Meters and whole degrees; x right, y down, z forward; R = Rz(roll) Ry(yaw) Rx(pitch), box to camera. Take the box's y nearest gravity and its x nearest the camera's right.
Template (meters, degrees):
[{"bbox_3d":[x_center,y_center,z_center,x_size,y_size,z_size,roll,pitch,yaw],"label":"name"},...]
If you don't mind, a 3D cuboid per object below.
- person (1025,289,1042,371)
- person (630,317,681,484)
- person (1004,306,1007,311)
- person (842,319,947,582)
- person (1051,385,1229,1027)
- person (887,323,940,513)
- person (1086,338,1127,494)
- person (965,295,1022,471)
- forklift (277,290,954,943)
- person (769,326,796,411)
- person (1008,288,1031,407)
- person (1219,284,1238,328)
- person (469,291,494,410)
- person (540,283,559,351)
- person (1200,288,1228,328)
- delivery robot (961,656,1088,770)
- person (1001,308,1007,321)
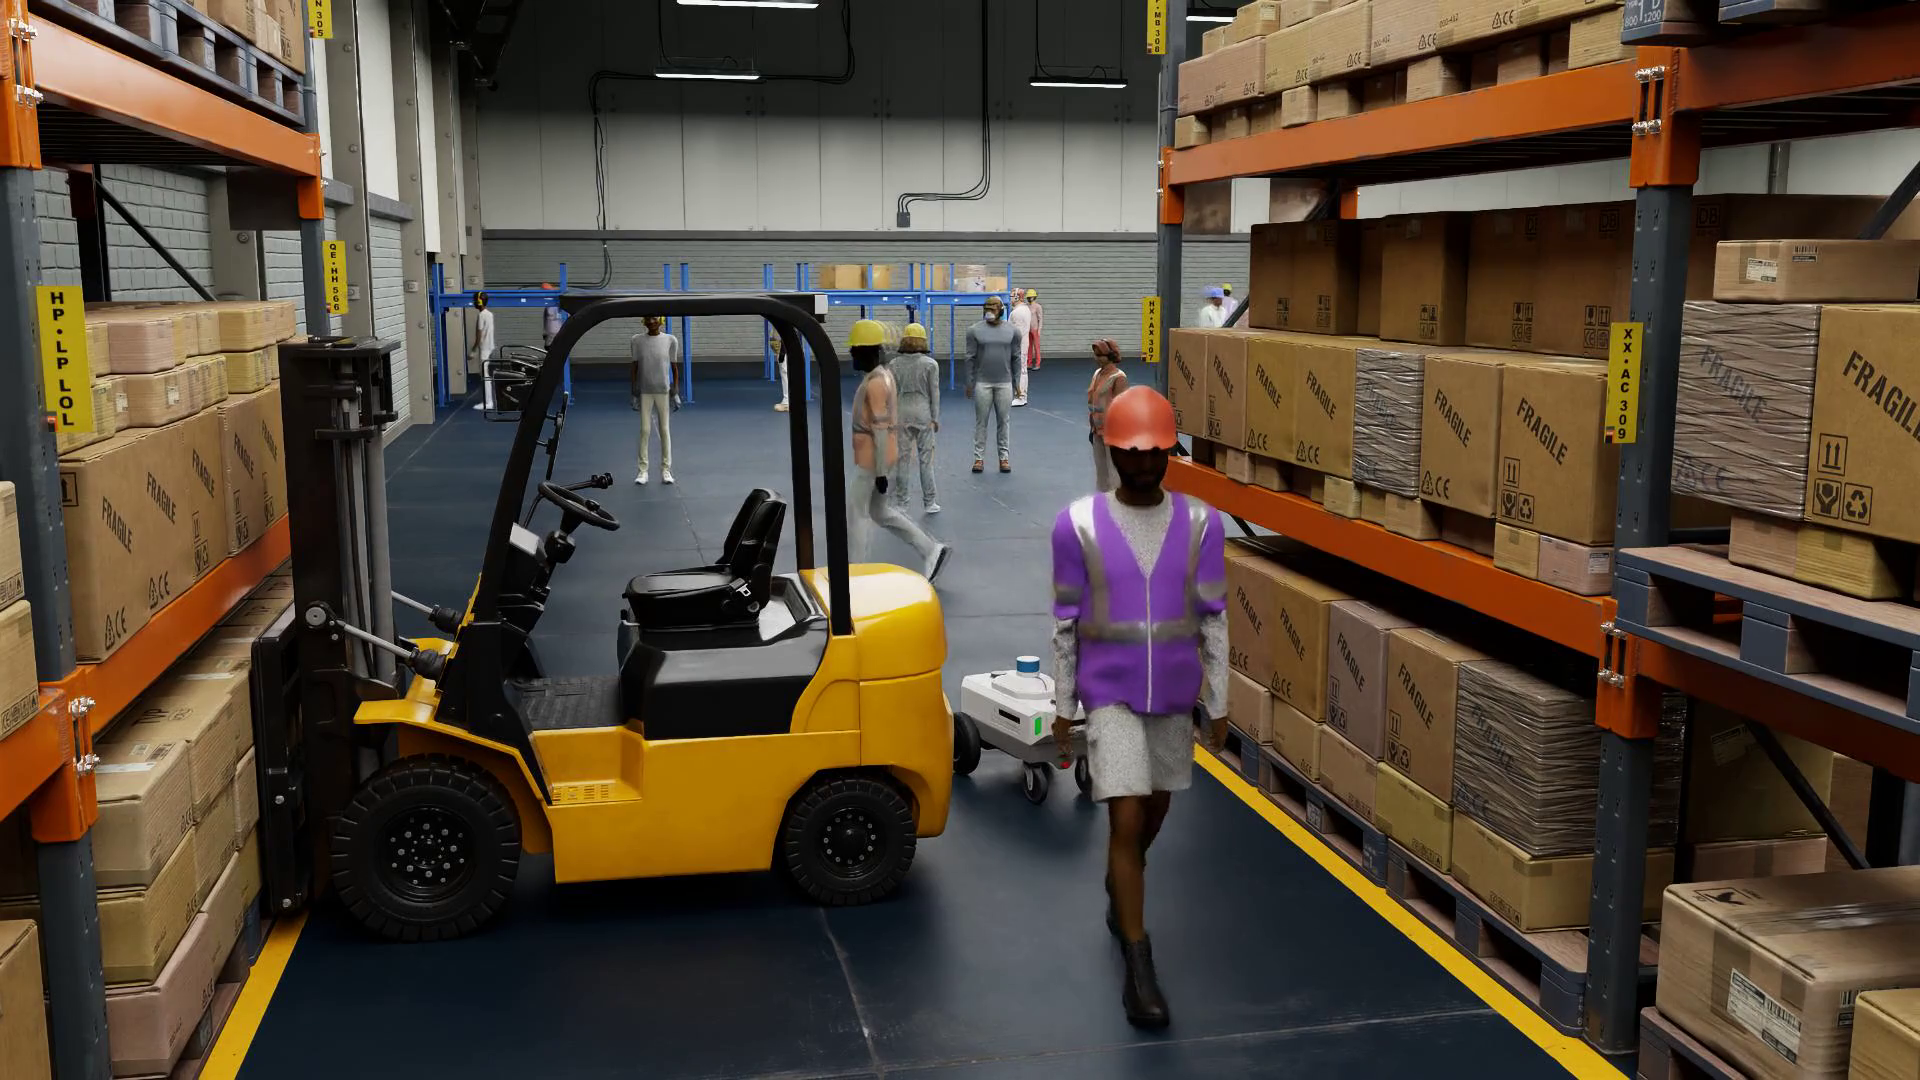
[{"bbox_3d":[1.569,-4.604,36.449,0.326,1.765,0.533,-8,12,-42],"label":"person"},{"bbox_3d":[-3.182,-1.523,17.362,0.520,1.869,0.333,-1,9,-8],"label":"person"},{"bbox_3d":[0.916,-5.097,39.662,0.316,1.696,0.540,8,12,39],"label":"person"},{"bbox_3d":[-0.532,-0.579,11.515,0.813,1.899,0.590,0,9,2],"label":"person"},{"bbox_3d":[0.558,0.449,5.251,0.553,1.901,0.949,-1,9,-6],"label":"person"},{"bbox_3d":[-0.418,-1.117,15.288,0.486,1.735,0.322,2,9,11],"label":"person"},{"bbox_3d":[1.270,-0.921,14.383,0.310,1.640,0.514,-4,10,-22],"label":"person"},{"bbox_3d":[0.369,-1.727,18.387,0.635,1.936,0.353,0,9,-1],"label":"person"},{"bbox_3d":[-1.179,0.175,6.143,2.313,2.155,1.214,-2,10,-12],"label":"forklift"},{"bbox_3d":[-2.786,-2.964,26.227,0.429,1.843,0.627,0,9,-3],"label":"person"},{"bbox_3d":[0.931,-3.134,27.060,0.409,1.906,0.651,2,10,13],"label":"person"},{"bbox_3d":[6.139,-5.011,38.655,0.627,1.870,0.959,2,9,10],"label":"person"},{"bbox_3d":[-7.607,-3.011,26.443,0.378,1.869,0.522,0,9,-2],"label":"person"},{"bbox_3d":[-8.430,-4.298,34.087,0.408,1.924,0.599,-2,10,-11],"label":"person"},{"bbox_3d":[4.419,-3.418,28.830,0.633,1.894,1.027,-6,11,-32],"label":"person"},{"bbox_3d":[0.299,0.754,7.311,0.477,0.478,0.707,-5,11,-28],"label":"delivery robot"},{"bbox_3d":[0.825,-4.273,34.640,0.318,1.697,0.534,-4,10,-20],"label":"person"}]
